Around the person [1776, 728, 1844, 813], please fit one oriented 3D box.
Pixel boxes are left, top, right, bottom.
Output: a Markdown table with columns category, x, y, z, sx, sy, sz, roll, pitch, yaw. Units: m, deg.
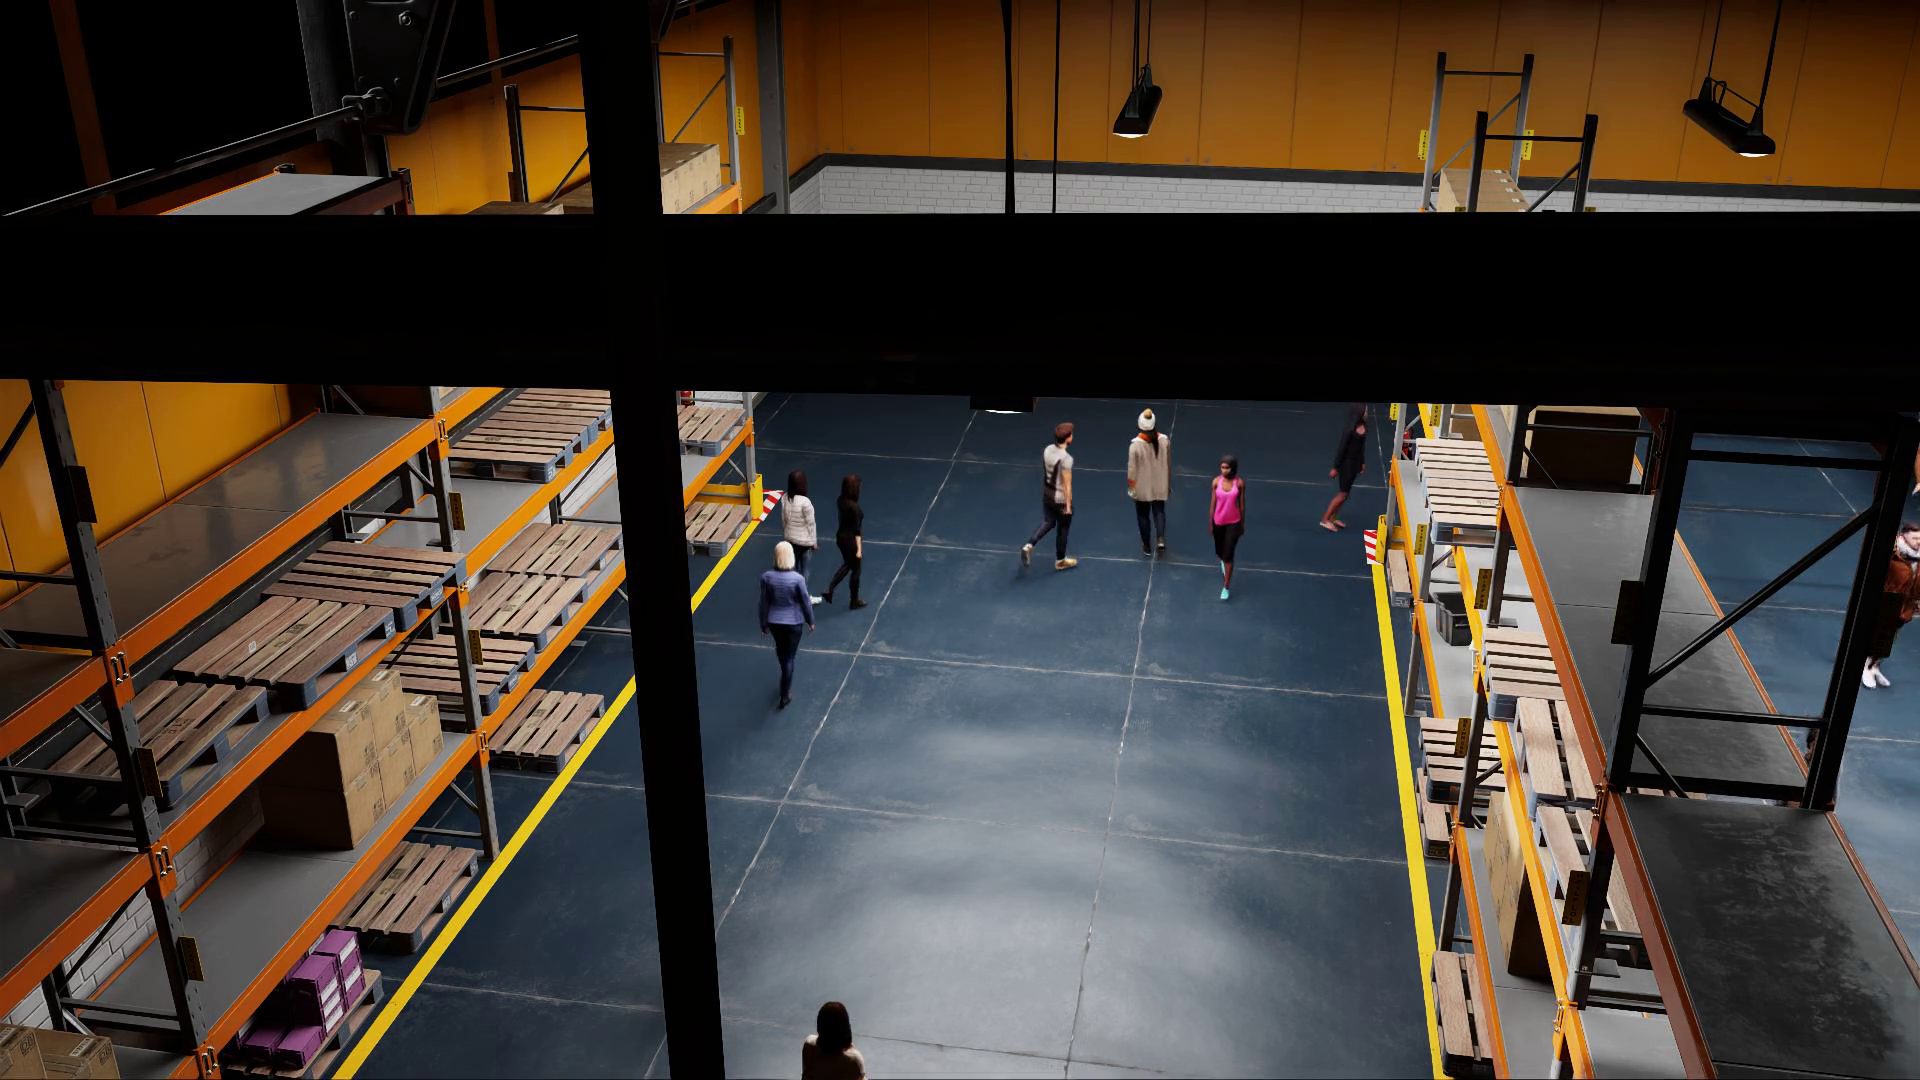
| category | x | y | z | sx | sy | sz | roll | pitch | yaw |
| --- | --- | --- | --- | --- | --- | --- | --- | --- | --- |
| person | 6.887 | 2.251 | 13.599 | 0.631 | 1.753 | 0.684 | 4 | 24 | 10 |

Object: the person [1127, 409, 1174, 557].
| category | x | y | z | sx | sy | sz | roll | pitch | yaw |
| --- | --- | --- | --- | --- | --- | --- | --- | --- | --- |
| person | 2.307 | -0.664 | 20.108 | 0.825 | 1.879 | 0.849 | -2 | 24 | -4 |

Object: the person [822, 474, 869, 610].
| category | x | y | z | sx | sy | sz | roll | pitch | yaw |
| --- | --- | --- | --- | --- | --- | --- | --- | --- | --- |
| person | -1.321 | 0.050 | 18.791 | 0.900 | 1.625 | 0.827 | -17 | 29 | -33 |

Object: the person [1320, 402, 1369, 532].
| category | x | y | z | sx | sy | sz | roll | pitch | yaw |
| --- | --- | --- | --- | --- | --- | --- | --- | --- | --- |
| person | 4.822 | -0.917 | 20.930 | 0.720 | 1.684 | 0.841 | -18 | 29 | -35 |

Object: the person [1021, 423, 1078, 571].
| category | x | y | z | sx | sy | sz | roll | pitch | yaw |
| --- | --- | --- | --- | --- | --- | --- | --- | --- | --- |
| person | 1.082 | -0.478 | 19.690 | 1.113 | 1.873 | 1.038 | -19 | 30 | -37 |

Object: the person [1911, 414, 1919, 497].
| category | x | y | z | sx | sy | sz | roll | pitch | yaw |
| --- | --- | --- | --- | --- | --- | --- | --- | --- | --- |
| person | 12.819 | -1.366 | 21.790 | 0.789 | 1.819 | 0.833 | 10 | 25 | 21 |

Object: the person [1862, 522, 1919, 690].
| category | x | y | z | sx | sy | sz | roll | pitch | yaw |
| --- | --- | --- | --- | --- | --- | --- | --- | --- | --- |
| person | 9.596 | 0.638 | 17.198 | 0.826 | 1.825 | 0.849 | -7 | 25 | -16 |

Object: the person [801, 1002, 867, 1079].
| category | x | y | z | sx | sy | sz | roll | pitch | yaw |
| --- | --- | --- | --- | --- | --- | --- | --- | --- | --- |
| person | -0.834 | 3.673 | 10.471 | 0.856 | 1.652 | 1.116 | 13 | 27 | 27 |

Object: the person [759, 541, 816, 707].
| category | x | y | z | sx | sy | sz | roll | pitch | yaw |
| --- | --- | --- | --- | --- | --- | --- | --- | --- | --- |
| person | -1.789 | 0.873 | 16.797 | 0.700 | 1.715 | 0.984 | 5 | 24 | 11 |

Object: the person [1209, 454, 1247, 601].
| category | x | y | z | sx | sy | sz | roll | pitch | yaw |
| --- | --- | --- | --- | --- | --- | --- | --- | --- | --- |
| person | 3.102 | -0.214 | 19.313 | 0.643 | 1.693 | 1.090 | 6 | 24 | 14 |

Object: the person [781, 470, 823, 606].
| category | x | y | z | sx | sy | sz | roll | pitch | yaw |
| --- | --- | --- | --- | --- | --- | --- | --- | --- | --- |
| person | -1.832 | -0.030 | 18.960 | 0.699 | 1.638 | 0.694 | 16 | 28 | 33 |
